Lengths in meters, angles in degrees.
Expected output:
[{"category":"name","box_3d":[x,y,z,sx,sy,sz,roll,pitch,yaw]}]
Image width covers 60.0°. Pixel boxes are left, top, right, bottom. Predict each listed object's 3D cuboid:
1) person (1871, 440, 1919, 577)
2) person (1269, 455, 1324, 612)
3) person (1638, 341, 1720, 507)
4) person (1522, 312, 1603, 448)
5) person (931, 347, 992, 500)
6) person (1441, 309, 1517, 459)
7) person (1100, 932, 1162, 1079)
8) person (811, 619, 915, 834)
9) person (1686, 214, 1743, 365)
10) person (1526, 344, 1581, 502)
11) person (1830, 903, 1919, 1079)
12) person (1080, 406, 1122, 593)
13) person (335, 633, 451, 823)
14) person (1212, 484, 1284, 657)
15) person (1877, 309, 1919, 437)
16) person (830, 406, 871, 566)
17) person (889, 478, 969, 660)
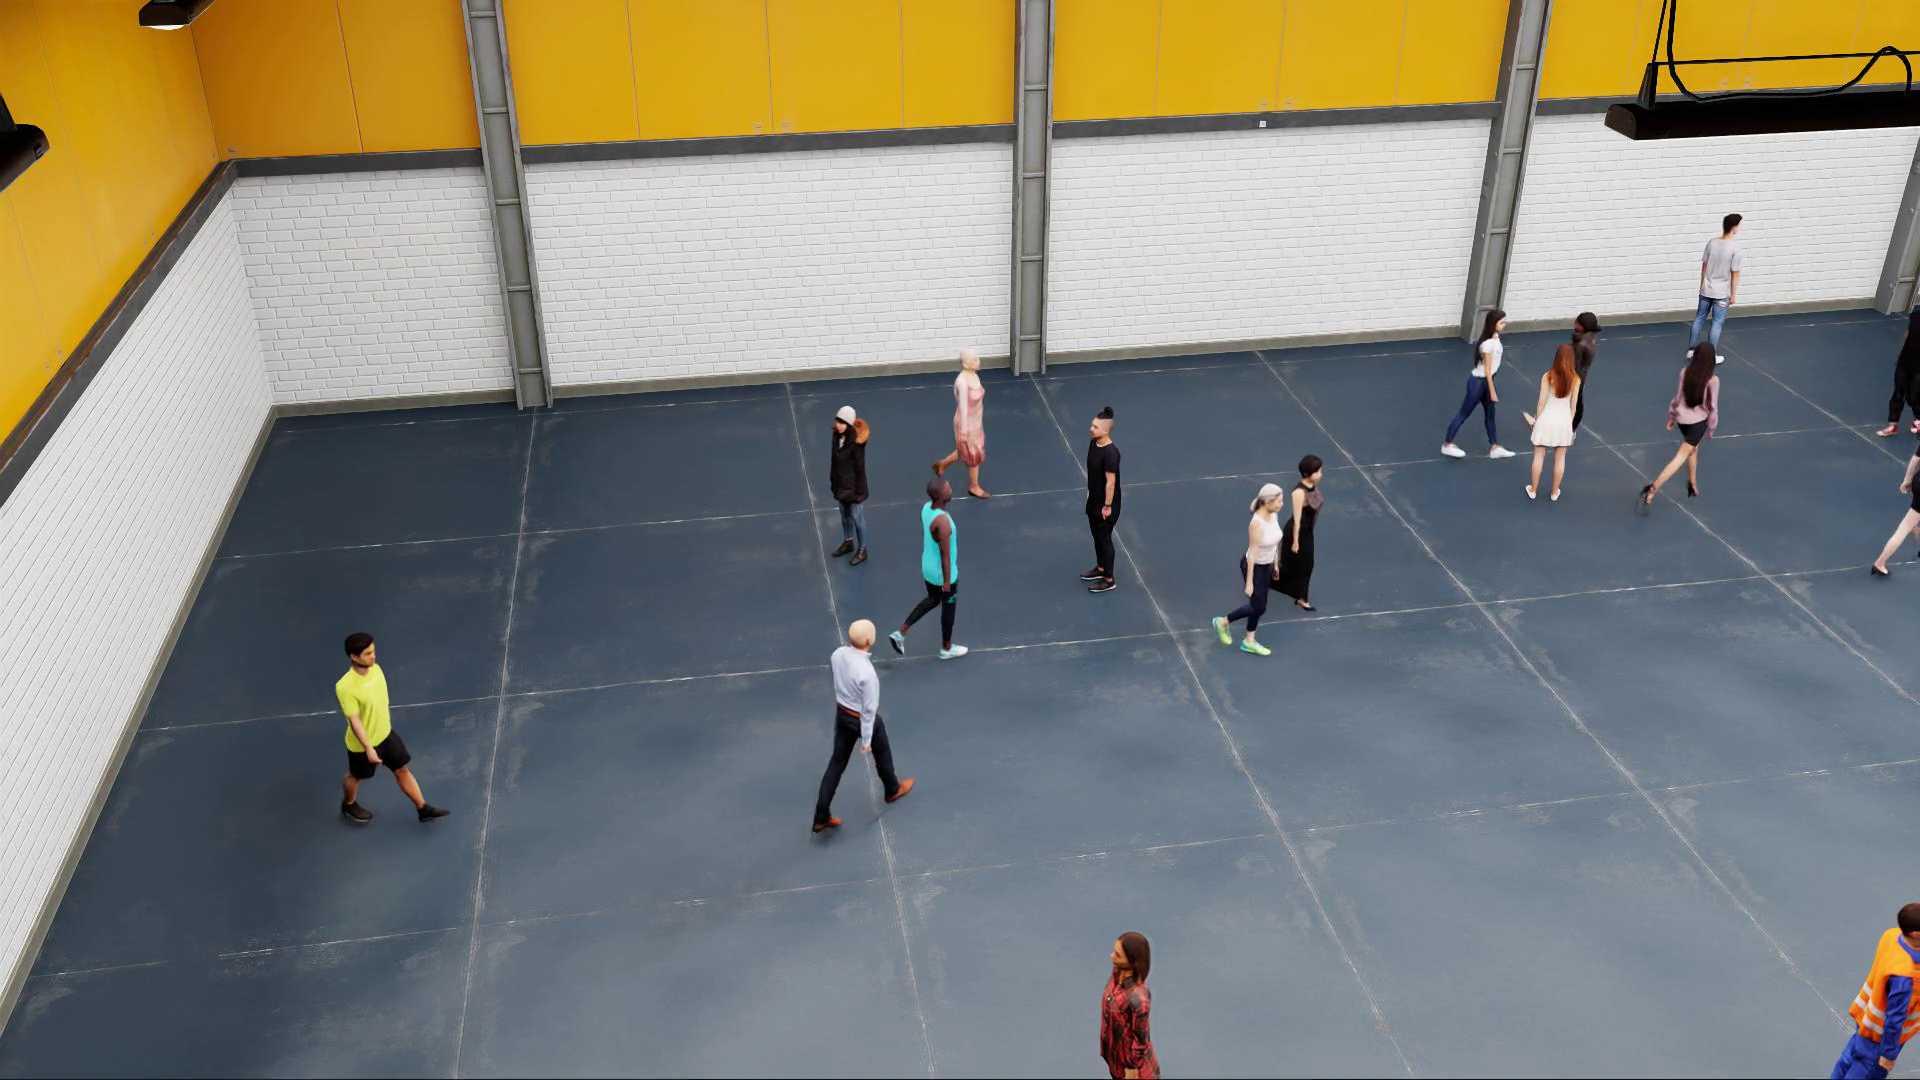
[{"category":"person","box_3d":[9.073,-0.431,15.780,1.106,1.785,0.580,-6,29,-11]},{"category":"person","box_3d":[3.047,-0.073,15.338,0.995,1.581,0.917,17,33,28]},{"category":"person","box_3d":[7.435,-1.127,17.075,1.200,1.768,0.883,-12,31,-22]},{"category":"person","box_3d":[6.680,-1.773,18.380,0.975,1.652,0.914,9,30,16]},{"category":"person","box_3d":[0.017,-1.215,17.334,0.989,1.674,0.819,8,30,14]},{"category":"person","box_3d":[5.562,-1.687,18.133,1.111,1.738,1.000,15,32,25]},{"category":"person","box_3d":[0.972,2.946,9.677,0.558,1.702,0.616,-7,29,-13]},{"category":"person","box_3d":[-0.835,1.414,12.434,1.133,1.750,1.293,24,37,37]},{"category":"person","box_3d":[9.375,-3.122,20.608,0.712,1.887,0.748,-17,33,-28]},{"category":"person","box_3d":[6.186,-1.223,17.314,0.601,1.708,0.701,7,29,13]},{"category":"person","box_3d":[5.361,2.848,9.689,0.799,1.863,0.787,11,31,20]},{"category":"person","box_3d":[1.346,-0.403,15.647,0.615,1.864,0.700,-8,30,-15]},{"category":"person","box_3d":[-4.497,1.454,12.453,1.195,1.663,0.989,10,30,17]},{"category":"person","box_3d":[2.530,0.256,14.621,0.926,1.689,0.861,15,32,26]},{"category":"person","box_3d":[10.784,-1.984,18.662,0.883,1.752,0.745,-12,31,-21]},{"category":"person","box_3d":[-1.069,-0.551,16.161,0.730,1.633,0.769,25,37,38]},{"category":"person","box_3d":[-0.276,0.285,14.458,1.037,1.794,0.807,-14,32,-24]}]
